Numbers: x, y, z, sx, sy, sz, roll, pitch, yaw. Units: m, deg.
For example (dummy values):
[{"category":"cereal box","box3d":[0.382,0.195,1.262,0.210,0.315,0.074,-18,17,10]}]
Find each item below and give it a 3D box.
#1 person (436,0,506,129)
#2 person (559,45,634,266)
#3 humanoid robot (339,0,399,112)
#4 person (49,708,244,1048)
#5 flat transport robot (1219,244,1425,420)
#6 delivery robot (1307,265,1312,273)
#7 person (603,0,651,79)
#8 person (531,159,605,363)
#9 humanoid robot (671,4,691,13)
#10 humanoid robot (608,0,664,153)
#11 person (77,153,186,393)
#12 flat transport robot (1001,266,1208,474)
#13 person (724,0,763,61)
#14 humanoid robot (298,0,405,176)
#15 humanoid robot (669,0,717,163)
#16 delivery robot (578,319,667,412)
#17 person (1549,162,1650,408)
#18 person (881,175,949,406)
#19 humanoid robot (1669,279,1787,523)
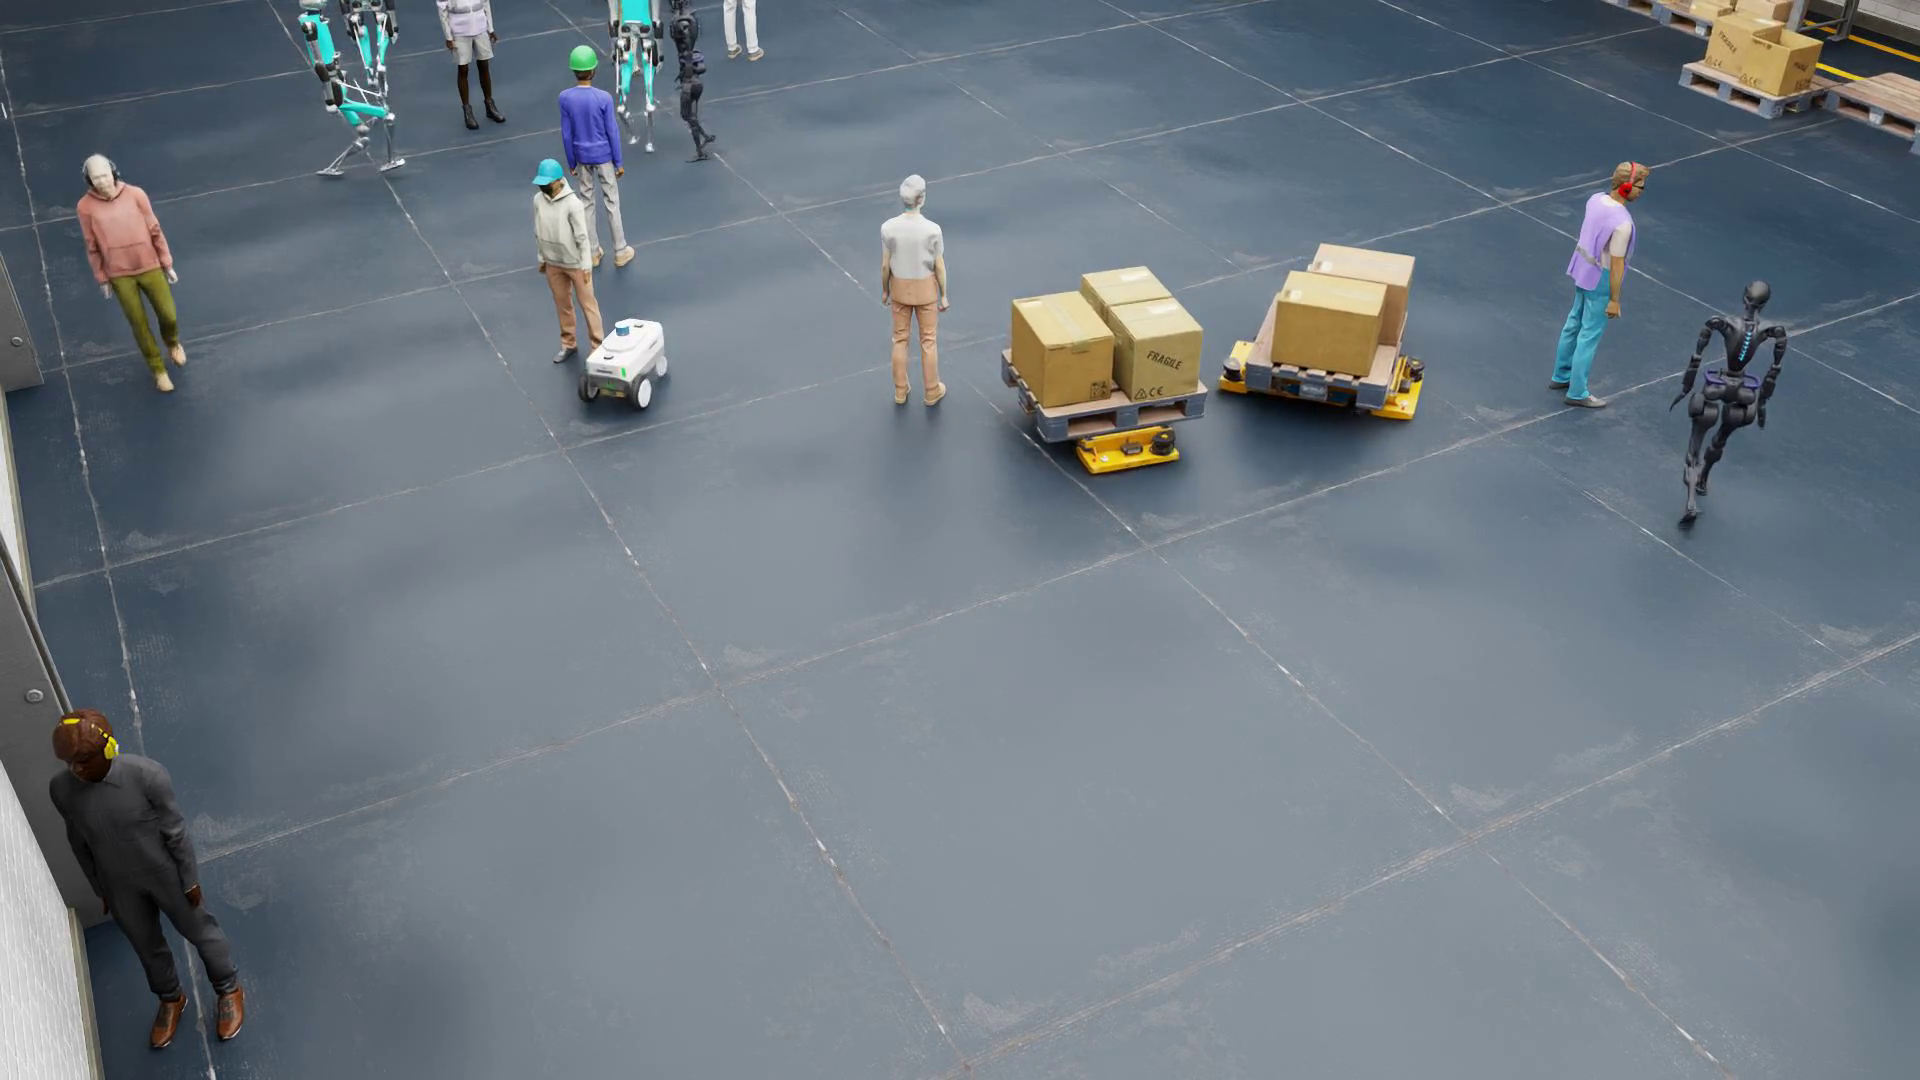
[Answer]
[{"category":"person","box3d":[-4.872,-5.076,16.510,0.541,1.938,0.355,-24,42,-30]},{"category":"person","box3d":[-3.045,-3.190,13.875,0.467,1.871,0.358,1,35,2]},{"category":"humanoid robot","box3d":[-5.943,-5.103,16.731,0.537,1.739,1.008,-5,35,-7]},{"category":"person","box3d":[-3.549,1.469,7.229,0.482,1.869,0.363,-4,35,-6]},{"category":"flat transport robot","box3d":[2.723,-1.241,12.488,1.431,0.231,0.659,11,37,16]},{"category":"delivery robot","box3d":[3.100,-1.968,13.274,0.499,0.592,0.795,-27,43,-33]},{"category":"person","box3d":[-3.570,-5.833,17.677,0.565,1.835,0.466,23,41,29]},{"category":"person","box3d":[-2.958,-2.056,12.436,0.459,1.667,0.388,13,37,17]},{"category":"humanoid robot","box3d":[-3.638,-6.941,19.445,0.813,1.622,0.596,-4,35,-5]},{"category":"humanoid robot","box3d":[-3.134,-4.611,16.027,0.532,1.789,0.725,3,35,4]},{"category":"person","box3d":[-6.041,-1.964,12.160,0.548,1.827,0.449,-16,38,-21]},{"category":"flat transport robot","box3d":[1.012,-0.955,12.079,0.659,0.231,1.431,-10,36,-14]},{"category":"person","box3d":[-2.427,-6.200,18.168,0.573,1.880,0.361,10,36,13]},{"category":"humanoid robot","box3d":[-5.609,-4.179,15.446,1.037,1.767,0.554,-5,35,-8]},{"category":"humanoid robot","box3d":[-2.578,-4.436,15.826,0.343,1.651,0.595,-9,36,-12]},{"category":"delivery robot","box3d":[-2.481,-1.346,12.381,0.499,0.586,0.765,9,36,13]},{"category":"person","box3d":[4.578,-1.838,11.973,0.389,1.837,0.563,-3,35,-5]},{"category":"person","box3d":[-0.329,-1.783,11.973,0.488,1.743,0.304,7,36,9]},{"category":"humanoid robot","box3d":[4.985,-0.901,10.817,0.593,1.645,0.735,9,36,12]}]
